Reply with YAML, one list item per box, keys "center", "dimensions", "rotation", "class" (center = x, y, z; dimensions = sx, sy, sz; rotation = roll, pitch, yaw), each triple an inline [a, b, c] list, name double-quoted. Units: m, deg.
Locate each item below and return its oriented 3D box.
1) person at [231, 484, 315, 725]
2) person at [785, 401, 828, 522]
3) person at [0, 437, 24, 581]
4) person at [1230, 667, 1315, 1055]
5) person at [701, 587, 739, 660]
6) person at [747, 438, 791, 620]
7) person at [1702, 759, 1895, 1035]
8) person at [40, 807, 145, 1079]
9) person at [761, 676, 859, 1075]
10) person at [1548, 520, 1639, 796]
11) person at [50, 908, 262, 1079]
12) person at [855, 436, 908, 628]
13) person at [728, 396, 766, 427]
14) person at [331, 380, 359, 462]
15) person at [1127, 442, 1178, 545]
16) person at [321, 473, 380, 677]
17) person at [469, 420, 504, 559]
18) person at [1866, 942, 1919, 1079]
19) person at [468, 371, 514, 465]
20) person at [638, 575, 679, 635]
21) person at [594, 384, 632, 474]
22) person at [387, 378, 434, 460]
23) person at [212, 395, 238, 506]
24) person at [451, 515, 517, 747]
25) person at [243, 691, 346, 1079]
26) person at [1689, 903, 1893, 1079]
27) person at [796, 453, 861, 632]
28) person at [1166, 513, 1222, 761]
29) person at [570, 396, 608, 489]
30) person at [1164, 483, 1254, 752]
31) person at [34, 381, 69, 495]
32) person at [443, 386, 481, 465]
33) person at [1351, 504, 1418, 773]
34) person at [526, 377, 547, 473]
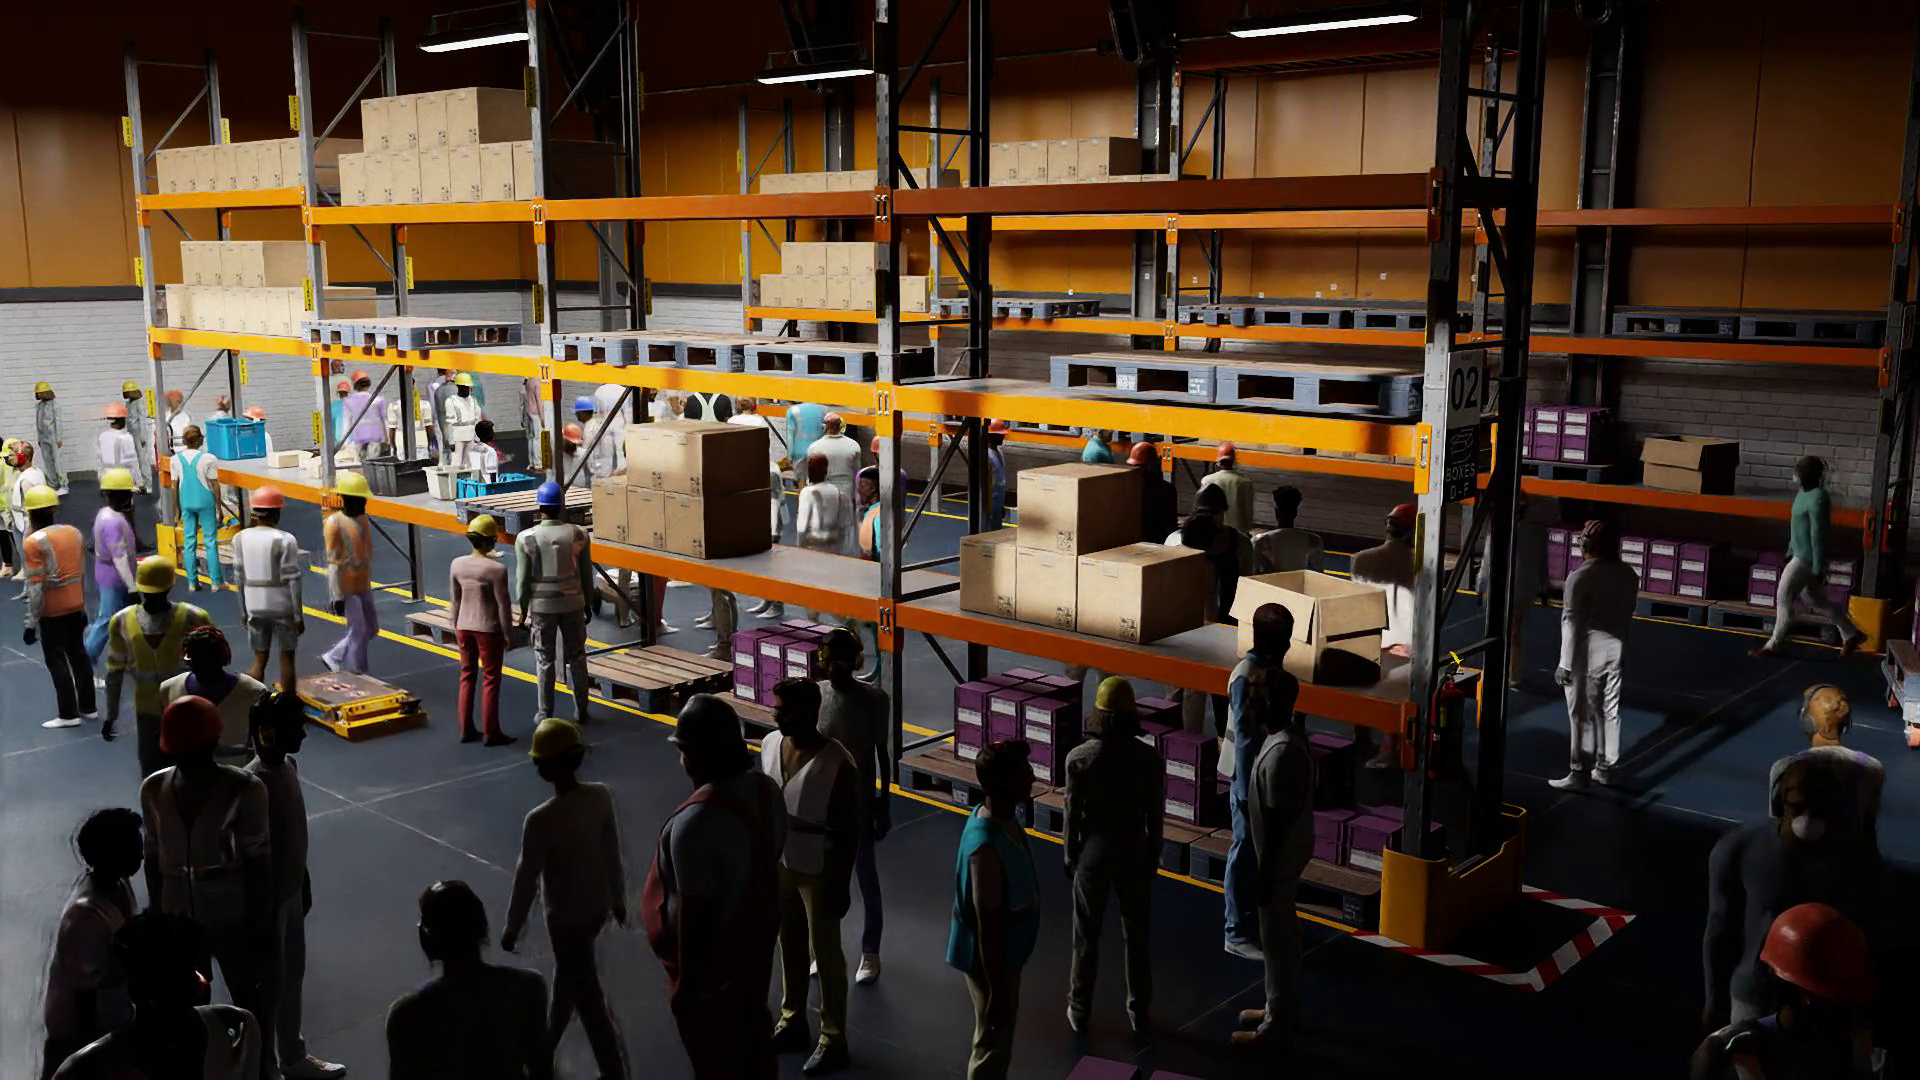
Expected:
- center: [-5.387, 0.531, 13.022]
  dimensions: [0.550, 1.943, 0.412]
  rotation: [2, 10, 11]
  class: "person"
- center: [-2.041, -1.183, 22.428]
  dimensions: [0.607, 2.024, 0.620]
  rotation: [-5, 11, -26]
  class: "person"
- center: [-10.822, -0.371, 18.801]
  dimensions: [0.536, 1.689, 0.325]
  rotation: [4, 11, 23]
  class: "person"
- center: [1.490, 1.494, 7.823]
  dimensions: [0.341, 1.840, 0.504]
  rotation: [3, 11, 18]
  class: "person"
- center: [-2.197, 0.144, 15.218]
  dimensions: [0.391, 1.920, 0.588]
  rotation: [2, 10, 9]
  class: "person"
- center: [-1.944, -0.148, 16.920]
  dimensions: [0.418, 1.907, 0.608]
  rotation: [-3, 11, -18]
  class: "person"
- center: [3.141, 1.725, 6.310]
  dimensions: [0.634, 1.917, 0.819]
  rotation: [3, 11, 18]
  class: "person"
- center: [-3.279, 1.837, 6.417]
  dimensions: [0.725, 1.647, 0.549]
  rotation: [-2, 10, -11]
  class: "person"
- center: [-0.700, 1.516, 7.670]
  dimensions: [0.574, 1.843, 0.375]
  rotation: [8, 13, 40]
  class: "person"
- center: [4.358, 0.806, 11.513]
  dimensions: [0.644, 1.907, 0.400]
  rotation: [-6, 11, -29]
  class: "person"
- center: [-2.213, 1.980, 4.707]
  dimensions: [0.368, 1.967, 0.602]
  rotation: [7, 12, 35]
  class: "person"
- center: [-0.765, -0.099, 16.542]
  dimensions: [0.546, 1.938, 0.375]
  rotation: [-5, 11, -24]
  class: "person"
- center: [-2.808, -0.999, 21.931]
  dimensions: [0.566, 1.835, 0.390]
  rotation: [5, 11, 26]
  class: "person"
- center: [-9.426, -1.590, 25.590]
  dimensions: [0.556, 1.724, 0.785]
  rotation: [-2, 10, -10]
  class: "person"
- center: [1.701, 0.079, 15.388]
  dimensions: [0.613, 1.988, 0.398]
  rotation: [5, 11, 27]
  class: "person"
- center: [-5.124, 0.375, 13.939]
  dimensions: [0.607, 1.908, 0.601]
  rotation: [2, 10, 12]
  class: "person"
- center: [-5.760, -0.617, 20.178]
  dimensions: [0.321, 1.689, 0.530]
  rotation: [-10, 14, -43]
  class: "person"
- center: [2.513, 2.023, 4.461]
  dimensions: [0.607, 1.966, 0.367]
  rotation: [-7, 12, -33]
  class: "person"
- center: [-8.249, -2.225, 28.541]
  dimensions: [1.032, 1.933, 0.611]
  rotation: [-8, 13, -38]
  class: "person"
- center: [-2.983, -0.019, 16.186]
  dimensions: [0.390, 1.907, 0.597]
  rotation: [-6, 12, -31]
  class: "person"
- center: [-5.306, -1.698, 25.603]
  dimensions: [0.627, 1.933, 0.372]
  rotation: [4, 11, 22]
  class: "person"
- center: [-7.800, -1.361, 23.635]
  dimensions: [0.606, 1.958, 0.372]
  rotation: [-4, 11, -20]
  class: "person"
- center: [-10.674, -1.296, 24.187]
  dimensions: [0.378, 1.623, 0.528]
  rotation: [1, 10, 8]
  class: "person"
- center: [-3.612, 0.683, 12.640]
  dimensions: [0.523, 1.756, 0.353]
  rotation: [4, 11, 22]
  class: "person"
- center: [-2.985, 1.572, 7.326]
  dimensions: [0.333, 1.860, 0.510]
  rotation: [0, 10, 1]
  class: "person"
- center: [2.275, 1.967, 4.562]
  dimensions: [0.614, 2.043, 0.373]
  rotation: [-3, 10, -16]
  class: "person"
- center: [-1.246, 0.116, 15.543]
  dimensions: [0.712, 1.863, 0.606]
  rotation: [5, 11, 28]
  class: "person"
- center: [1.719, 0.709, 12.254]
  dimensions: [0.429, 1.839, 0.625]
  rotation: [-4, 11, -19]
  class: "person"
- center: [-4.684, -0.818, 20.644]
  dimensions: [0.856, 1.910, 0.618]
  rotation: [-2, 10, -13]
  class: "person"
- center: [1.837, 0.590, 12.355]
  dimensions: [0.688, 2.000, 0.539]
  rotation: [1, 10, 4]
  class: "person"
- center: [-13.854, -1.544, 25.285]
  dimensions: [0.486, 1.736, 0.323]
  rotation: [4, 11, 21]
  class: "person"
- center: [-7.531, -1.520, 25.136]
  dimensions: [0.569, 1.735, 0.389]
  rotation: [0, 10, -3]
  class: "person"
- center: [3.096, 0.700, 12.083]
  dimensions: [0.691, 1.927, 0.966]
  rotation: [1, 10, 8]
  class: "person"
- center: [-7.045, -2.079, 27.780]
  dimensions: [0.377, 1.931, 0.624]
  rotation: [-5, 11, -28]
  class: "person"
